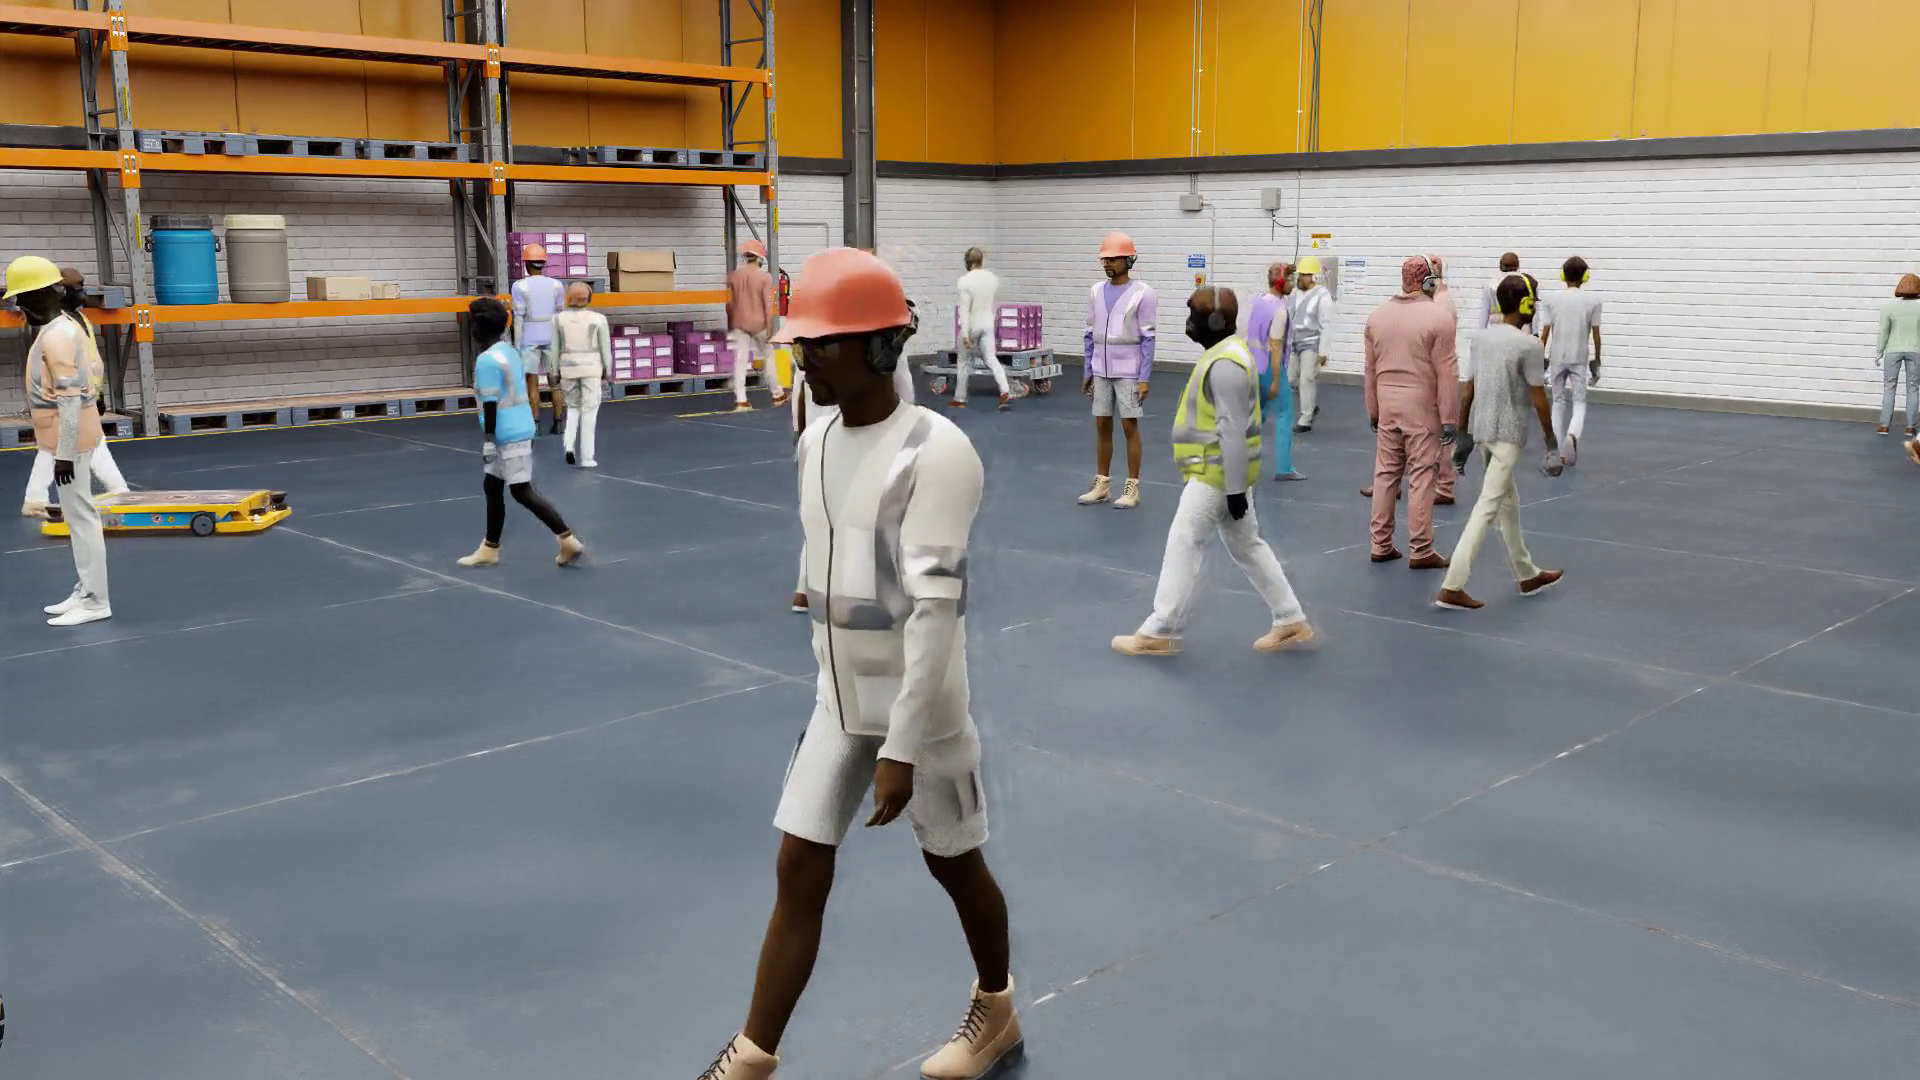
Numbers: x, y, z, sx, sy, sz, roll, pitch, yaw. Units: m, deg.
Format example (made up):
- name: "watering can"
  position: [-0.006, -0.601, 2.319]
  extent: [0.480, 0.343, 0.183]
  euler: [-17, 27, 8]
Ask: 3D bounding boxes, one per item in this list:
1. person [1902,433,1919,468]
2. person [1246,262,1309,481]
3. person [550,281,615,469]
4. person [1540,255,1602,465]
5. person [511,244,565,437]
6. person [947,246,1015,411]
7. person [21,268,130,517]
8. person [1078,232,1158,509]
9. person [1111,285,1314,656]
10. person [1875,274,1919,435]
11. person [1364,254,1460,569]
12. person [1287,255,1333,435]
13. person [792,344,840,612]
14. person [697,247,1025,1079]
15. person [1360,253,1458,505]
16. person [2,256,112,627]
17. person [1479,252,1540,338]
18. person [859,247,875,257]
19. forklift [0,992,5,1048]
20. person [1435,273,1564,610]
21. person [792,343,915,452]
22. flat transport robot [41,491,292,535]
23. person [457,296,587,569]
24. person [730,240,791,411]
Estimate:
- name: "person"
  position: [8.302, -1.464, 14.021]
  extent: [0.540, 1.867, 0.578]
  euler: [0, 10, -3]
- name: "person"
  position: [2.473, -1.364, 13.612]
  extent: [0.794, 1.812, 0.583]
  euler: [-3, 11, -13]
- name: "person"
  position: [-3.272, -1.426, 14.447]
  extent: [0.528, 1.624, 0.372]
  euler: [1, 10, 8]
- name: "person"
  position: [5.282, -1.536, 14.434]
  extent: [0.533, 1.855, 0.587]
  euler: [4, 11, 22]
- name: "person"
  position: [-4.261, -2.013, 16.806]
  extent: [0.553, 1.934, 0.367]
  euler: [-7, 13, -35]
- name: "person"
  position: [0.250, -2.438, 19.243]
  extent: [0.633, 1.904, 0.966]
  euler: [-8, 13, -37]
- name: "person"
  position: [-6.298, -1.034, 11.859]
  extent: [0.987, 1.791, 0.645]
  euler: [-2, 11, -10]
- name: "person"
  position: [1.161, -1.253, 12.369]
  extent: [0.606, 2.044, 0.373]
  euler: [8, 13, 38]
- name: "person"
  position: [1.275, -0.323, 7.994]
  extent: [0.966, 1.799, 0.645]
  euler: [2, 11, 9]
- name: "person"
  position: [9.585, -1.880, 16.904]
  extent: [0.498, 1.634, 0.280]
  euler: [4, 11, 23]
- name: "person"
  position: [2.773, -0.778, 10.154]
  extent: [0.409, 1.907, 0.651]
  euler: [-8, 13, -37]
- name: "person"
  position: [3.524, -1.975, 16.911]
  extent: [0.442, 1.818, 0.616]
  euler: [-6, 12, -29]
- name: "person"
  position: [-0.669, -0.498, 8.828]
  extent: [0.531, 1.842, 0.416]
  euler: [7, 13, 34]
- name: "person"
  position: [-0.223, 0.363, 3.696]
  extent: [1.037, 1.986, 0.636]
  euler: [-9, 14, -41]
- name: "person"
  position: [3.376, -1.194, 12.475]
  extent: [0.814, 1.876, 0.680]
  euler: [1, 10, 8]
- name: "person"
  position: [-4.682, -0.508, 8.658]
  extent: [0.393, 1.916, 0.587]
  euler: [-5, 12, -26]
- name: "person"
  position: [6.365, -2.418, 19.292]
  extent: [0.679, 1.831, 0.469]
  euler: [3, 11, 16]
- name: "person"
  position: [-1.079, -2.331, 18.680]
  extent: [0.356, 1.886, 0.573]
  euler: [-6, 12, -31]
- name: "forklift"
  position: [-3.245, 0.323, 3.363]
  extent: [2.313, 2.155, 1.214]
  euler: [2, 11, 13]
- name: "person"
  position: [2.986, -0.534, 9.079]
  extent: [0.987, 1.819, 0.516]
  euler: [-4, 11, -22]
- name: "person"
  position: [-0.591, -0.696, 9.809]
  extent: [0.684, 1.869, 0.883]
  euler: [4, 11, 21]
- name: "flat transport robot"
  position: [-5.442, -0.199, 11.459]
  extent: [1.431, 0.197, 0.652]
  euler: [-1, 10, -5]
- name: "person"
  position: [-2.658, -0.637, 10.041]
  extent: [0.771, 1.664, 0.533]
  euler: [-1, 10, -6]
- name: "person"
  position: [-2.370, -2.510, 19.453]
  extent: [0.633, 1.944, 0.984]
  euler: [5, 11, 23]
